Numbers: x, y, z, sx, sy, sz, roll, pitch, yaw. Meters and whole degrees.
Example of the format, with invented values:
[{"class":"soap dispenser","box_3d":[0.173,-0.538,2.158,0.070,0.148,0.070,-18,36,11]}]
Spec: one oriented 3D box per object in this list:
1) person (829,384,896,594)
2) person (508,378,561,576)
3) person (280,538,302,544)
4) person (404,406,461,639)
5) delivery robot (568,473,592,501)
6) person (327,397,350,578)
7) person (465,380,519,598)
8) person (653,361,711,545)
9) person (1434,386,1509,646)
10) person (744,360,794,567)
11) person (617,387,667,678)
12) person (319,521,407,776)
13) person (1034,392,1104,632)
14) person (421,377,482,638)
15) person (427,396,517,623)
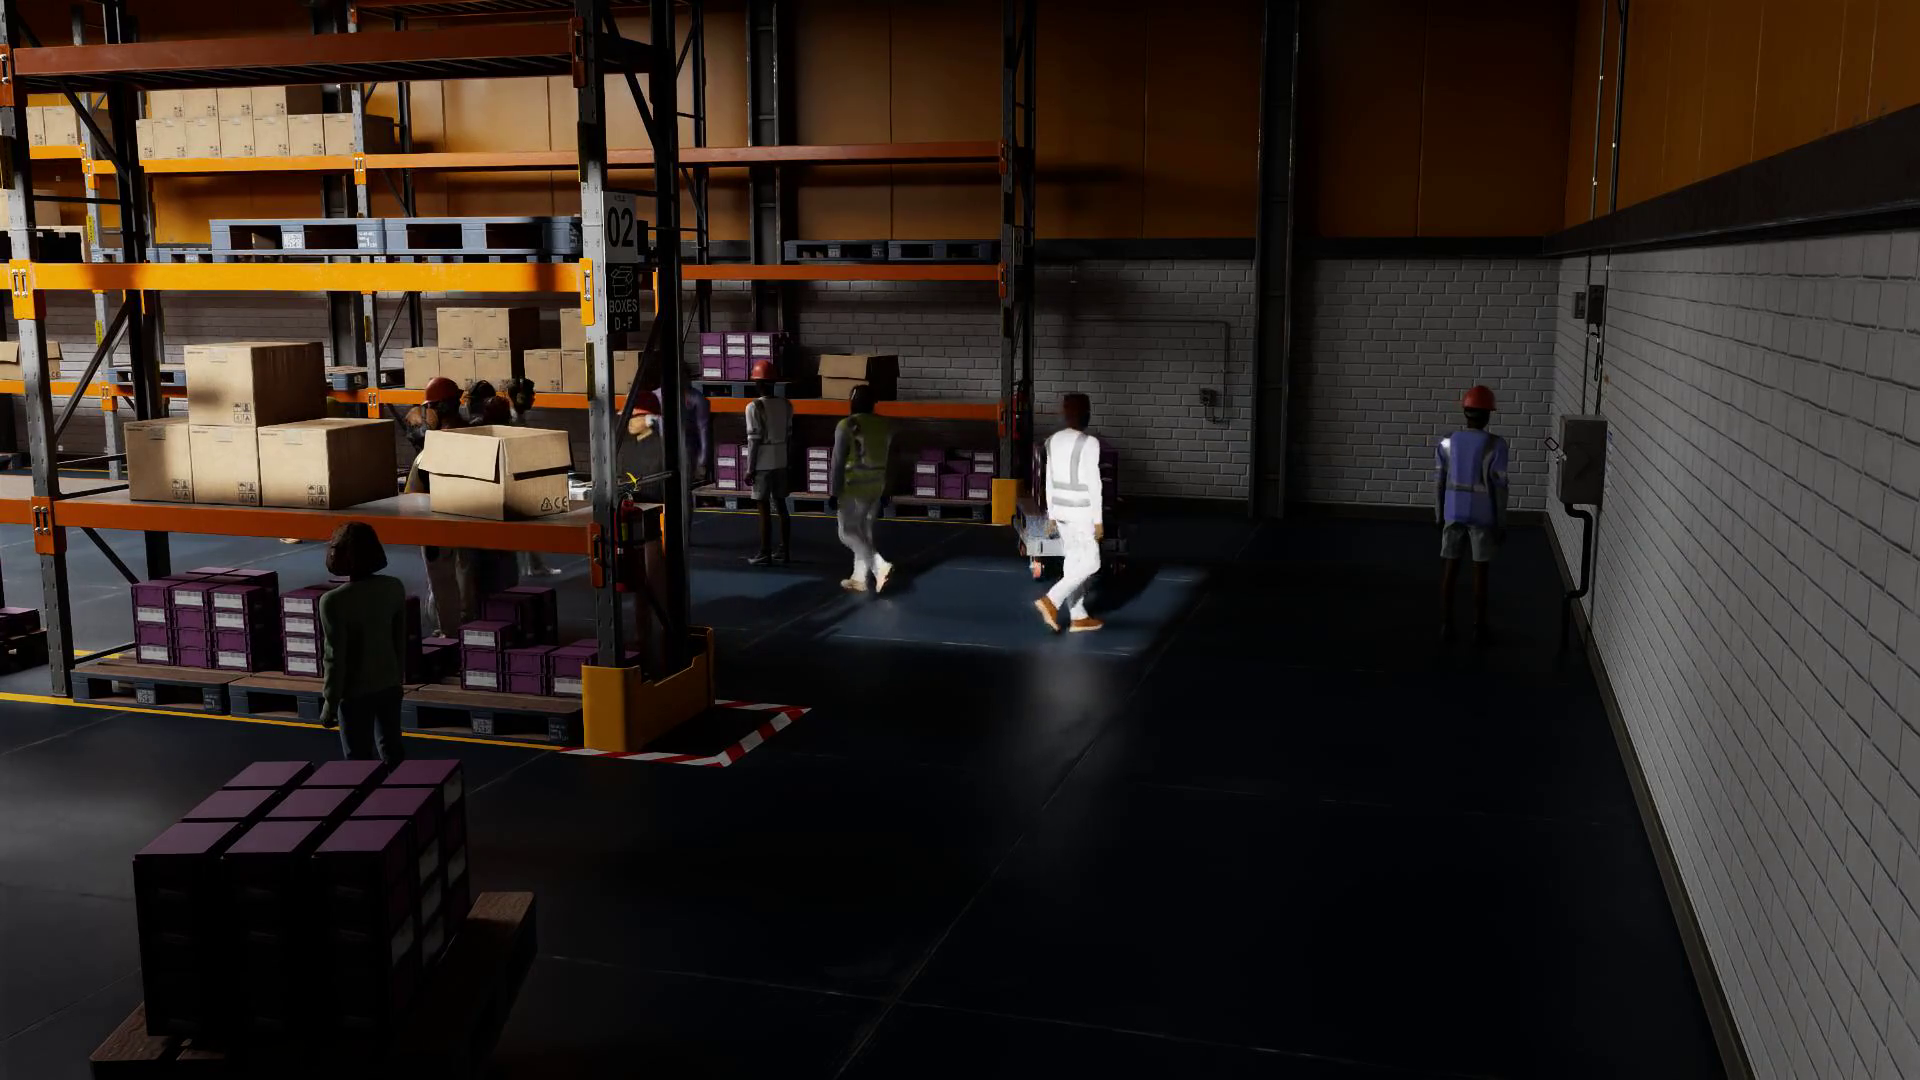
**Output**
[{"class":"person","box_3d":[-0.811,-0.424,14.234,0.693,1.820,0.639,8,12,41]},{"class":"person","box_3d":[-4.123,-0.545,14.997,0.876,1.834,0.507,-4,10,-25]},{"class":"person","box_3d":[-6.807,-0.891,17.017,0.429,1.844,0.625,3,10,20]},{"class":"person","box_3d":[-3.758,-0.043,11.892,0.430,1.835,0.622,-3,10,-15]},{"class":"delivery robot","box_3d":[-4.256,-0.491,18.204,0.707,0.478,0.477,5,10,27]},{"class":"person","box_3d":[-4.760,-0.186,12.757,0.404,1.826,0.600,-2,9,-11]},{"class":"person","box_3d":[-3.683,-0.273,12.952,0.372,1.940,0.630,4,10,22]},{"class":"person","box_3d":[-2.773,-0.827,16.450,0.659,1.897,0.731,1,9,8]},{"class":"person","box_3d":[3.821,-0.183,12.414,0.551,1.932,0.378,7,12,38]},{"class":"person","box_3d":[-1.812,-0.715,15.650,0.354,1.939,0.544,8,12,40]},{"class":"person","box_3d":[-2.163,-0.060,11.476,0.384,1.993,0.615,-9,13,-43]},{"class":"person","box_3d":[-2.795,0.721,7.812,0.280,1.636,0.500,4,10,24]},{"class":"person","box_3d":[0.840,-0.192,12.669,0.623,1.869,0.591,-6,11,-33]},{"class":"person","box_3d":[-3.843,-0.241,12.611,0.390,1.986,0.609,0,9,-1]},{"class":"person","box_3d":[-3.687,-0.184,12.681,0.859,1.861,0.665,7,11,35]}]
